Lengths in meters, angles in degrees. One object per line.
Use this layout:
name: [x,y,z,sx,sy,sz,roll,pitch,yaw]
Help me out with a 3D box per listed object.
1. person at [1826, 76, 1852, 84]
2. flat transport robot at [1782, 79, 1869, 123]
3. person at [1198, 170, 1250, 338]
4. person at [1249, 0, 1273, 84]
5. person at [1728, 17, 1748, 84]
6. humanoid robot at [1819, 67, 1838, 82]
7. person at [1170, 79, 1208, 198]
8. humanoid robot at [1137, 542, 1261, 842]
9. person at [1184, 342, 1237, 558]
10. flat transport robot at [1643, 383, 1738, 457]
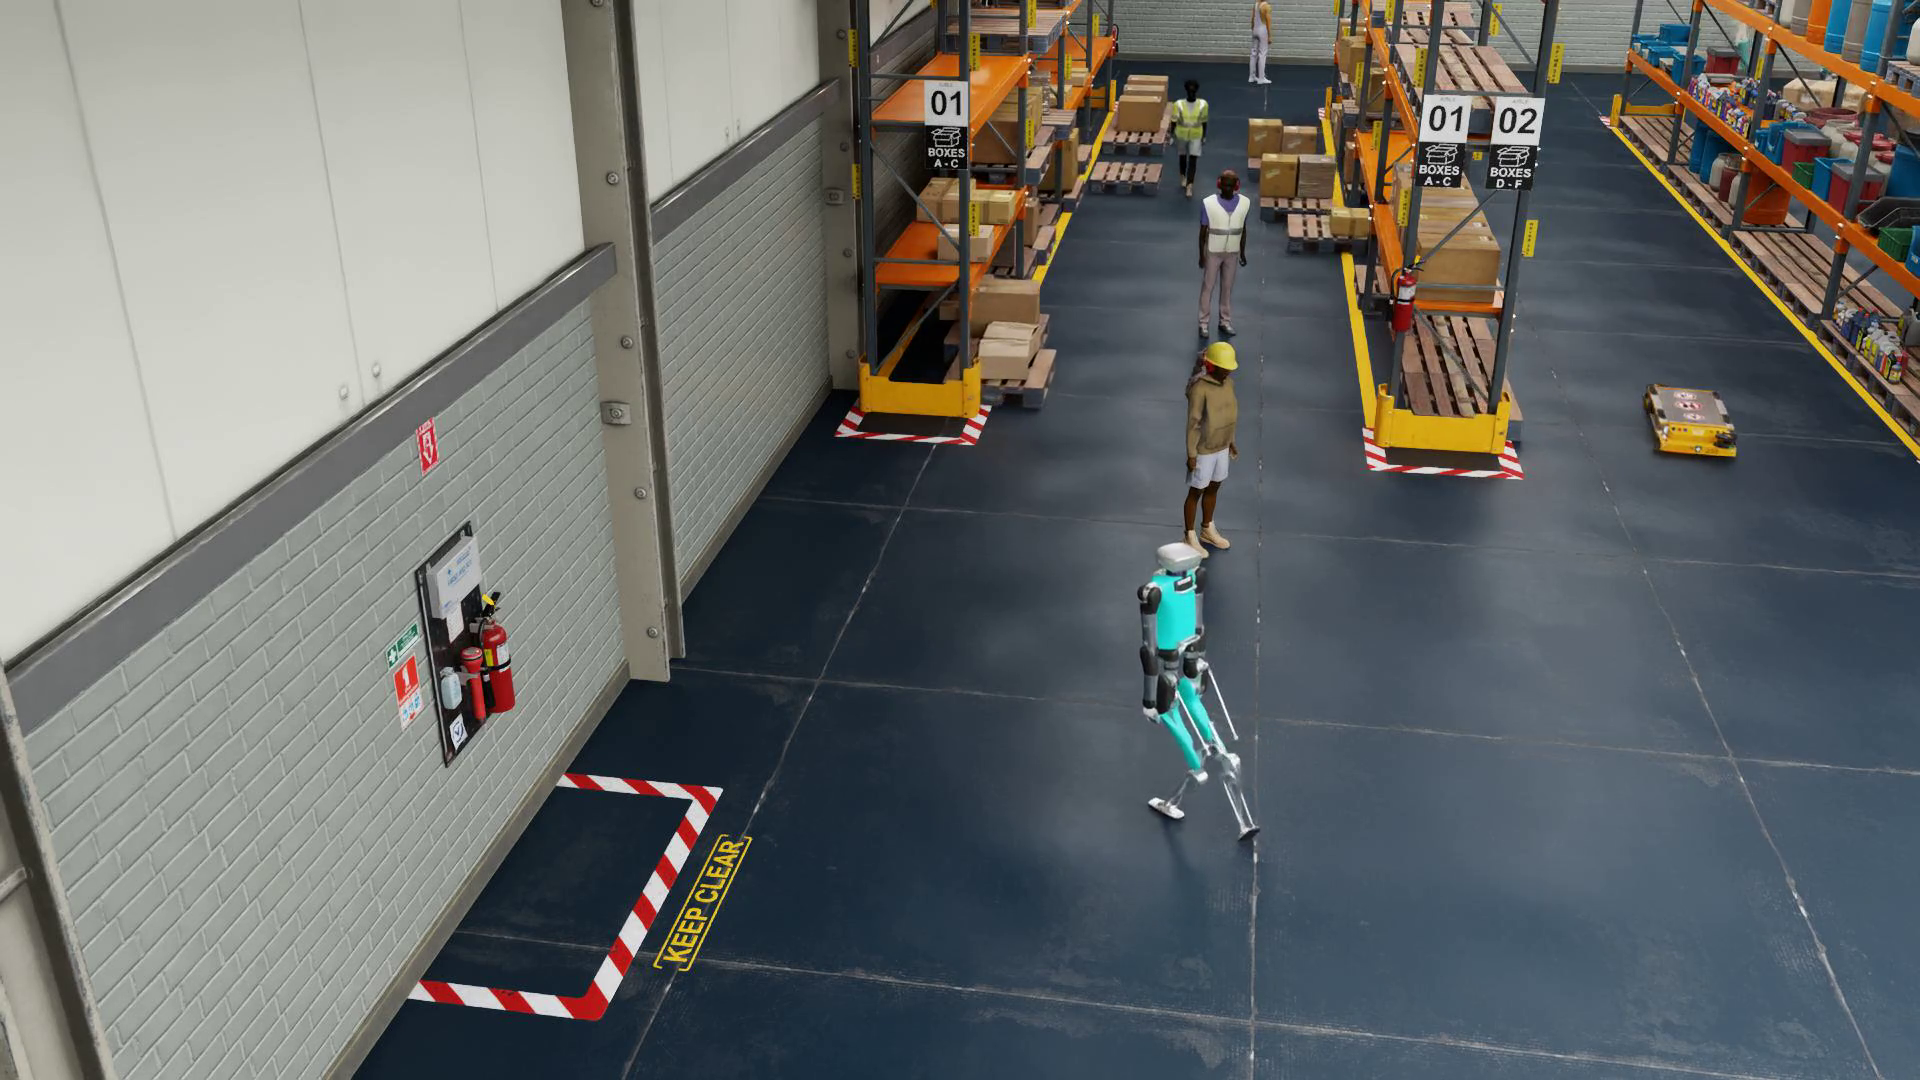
person: [16.893,-9.343,31.592,0.773,1.775,0.607,2,25,4]
flat transport robot: [14.803,-7.134,28.627,0.659,0.231,1.431,17,30,32]
person: [2.874,-3.145,18.232,0.562,1.841,0.393,-7,26,-14]
person: [5.983,-9.981,32.837,0.385,1.861,0.528,-16,29,-30]
person: [15.126,-9.712,32.426,0.908,1.711,0.547,2,25,4]
humanoid robot: [16.453,-9.055,31.013,1.038,1.720,0.540,6,26,12]
person: [3.353,-5.931,24.418,0.533,1.655,0.881,4,25,8]
humanoid robot: [1.444,0.969,9.621,0.551,1.825,0.901,-22,33,-39]
person: [1.962,-0.738,13.177,0.532,1.757,0.411,-21,32,-37]
flat transport robot: [6.927,-1.148,15.815,0.659,0.231,1.431,6,26,13]
